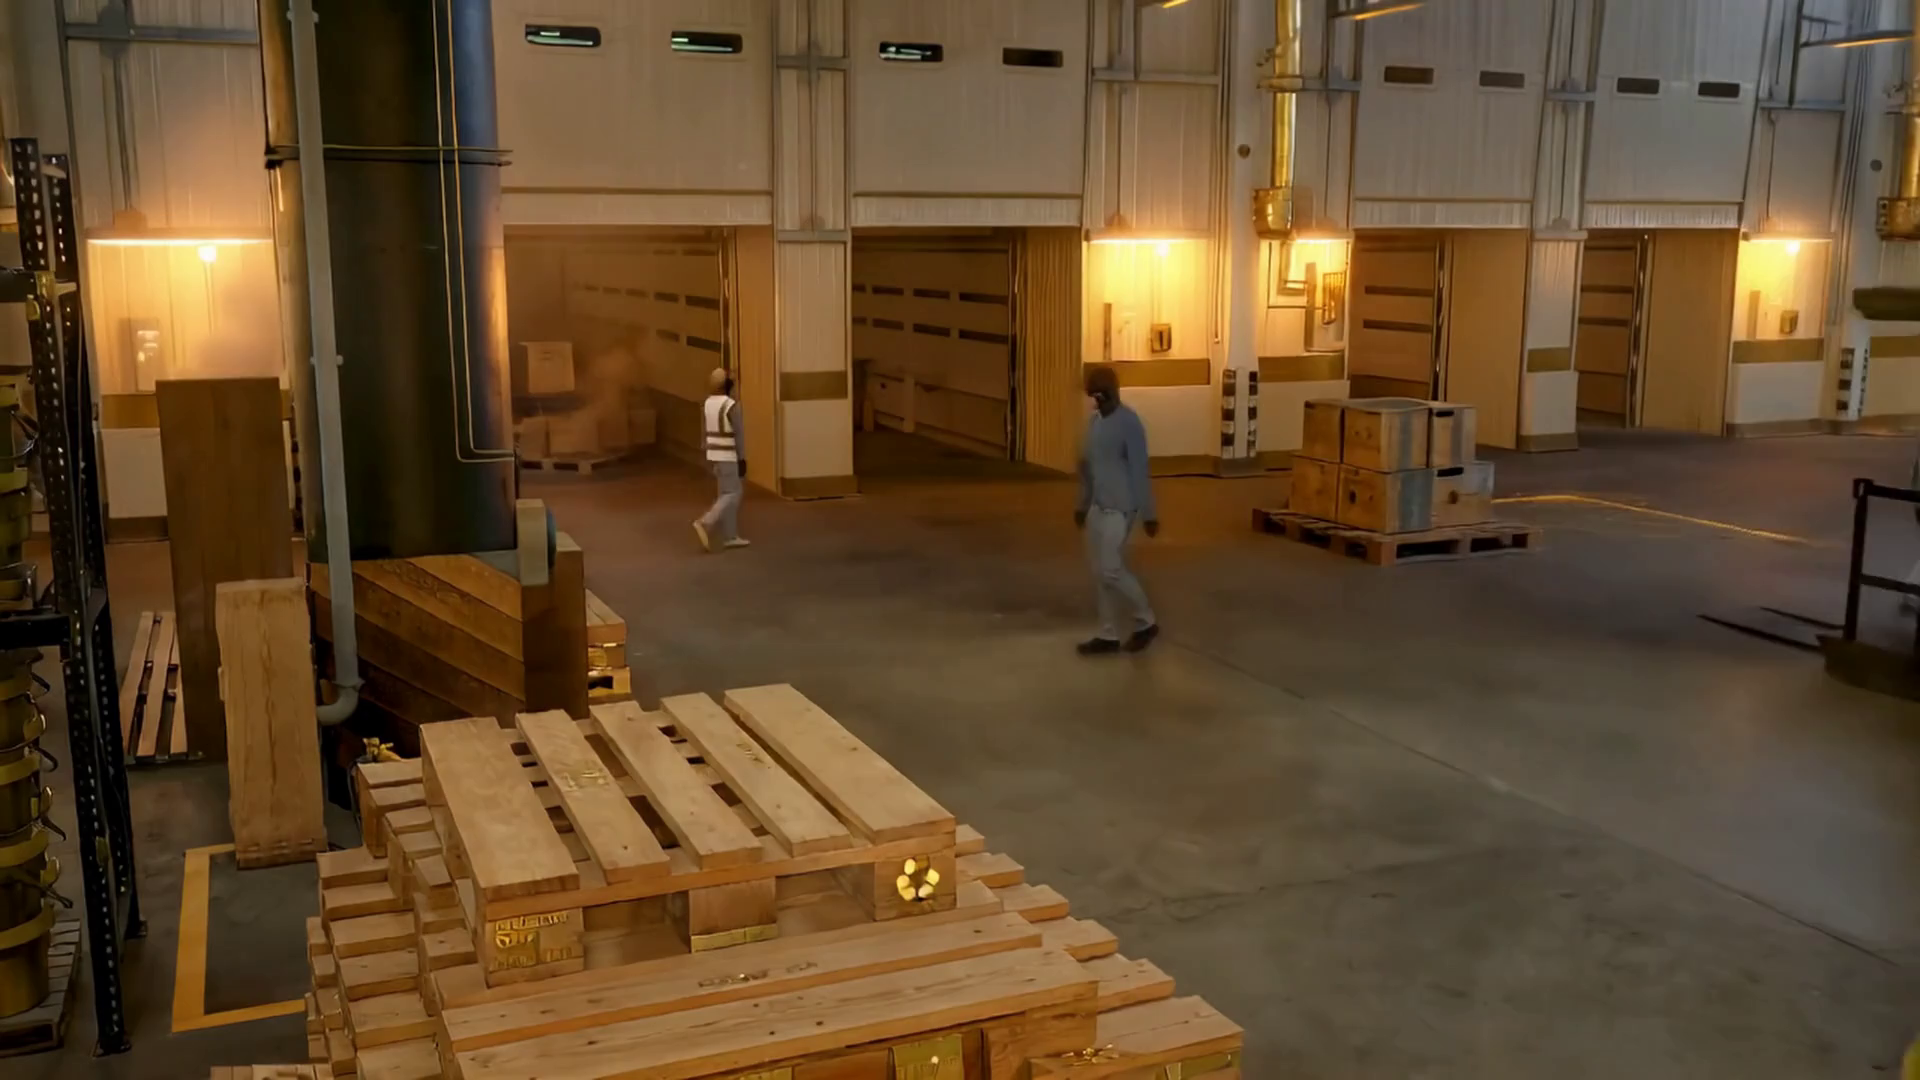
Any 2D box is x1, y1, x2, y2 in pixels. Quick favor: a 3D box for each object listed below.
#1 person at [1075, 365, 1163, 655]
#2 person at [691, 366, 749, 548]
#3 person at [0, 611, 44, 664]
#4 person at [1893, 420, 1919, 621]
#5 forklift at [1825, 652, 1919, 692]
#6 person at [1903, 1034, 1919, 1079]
[{"bbox_3d":[1.054,-0.188,10.872,0.639,1.918,0.656,-3,11,-16],"label":"person"},{"bbox_3d":[-2.098,-0.705,14.539,0.572,1.620,0.532,-7,13,-35],"label":"person"},{"bbox_3d":[-5.825,-0.022,10.011,0.548,1.905,0.568,7,13,35],"label":"person"},{"bbox_3d":[6.887,-0.309,11.672,0.614,1.868,0.434,-7,12,-33],"label":"person"},{"bbox_3d":[6.271,-0.417,9.482,1.129,2.768,1.873,-4,11,-23],"label":"forklift"},{"bbox_3d":[1.144,1.448,1.867,0.661,1.915,0.494,3,11,18],"label":"person"}]
